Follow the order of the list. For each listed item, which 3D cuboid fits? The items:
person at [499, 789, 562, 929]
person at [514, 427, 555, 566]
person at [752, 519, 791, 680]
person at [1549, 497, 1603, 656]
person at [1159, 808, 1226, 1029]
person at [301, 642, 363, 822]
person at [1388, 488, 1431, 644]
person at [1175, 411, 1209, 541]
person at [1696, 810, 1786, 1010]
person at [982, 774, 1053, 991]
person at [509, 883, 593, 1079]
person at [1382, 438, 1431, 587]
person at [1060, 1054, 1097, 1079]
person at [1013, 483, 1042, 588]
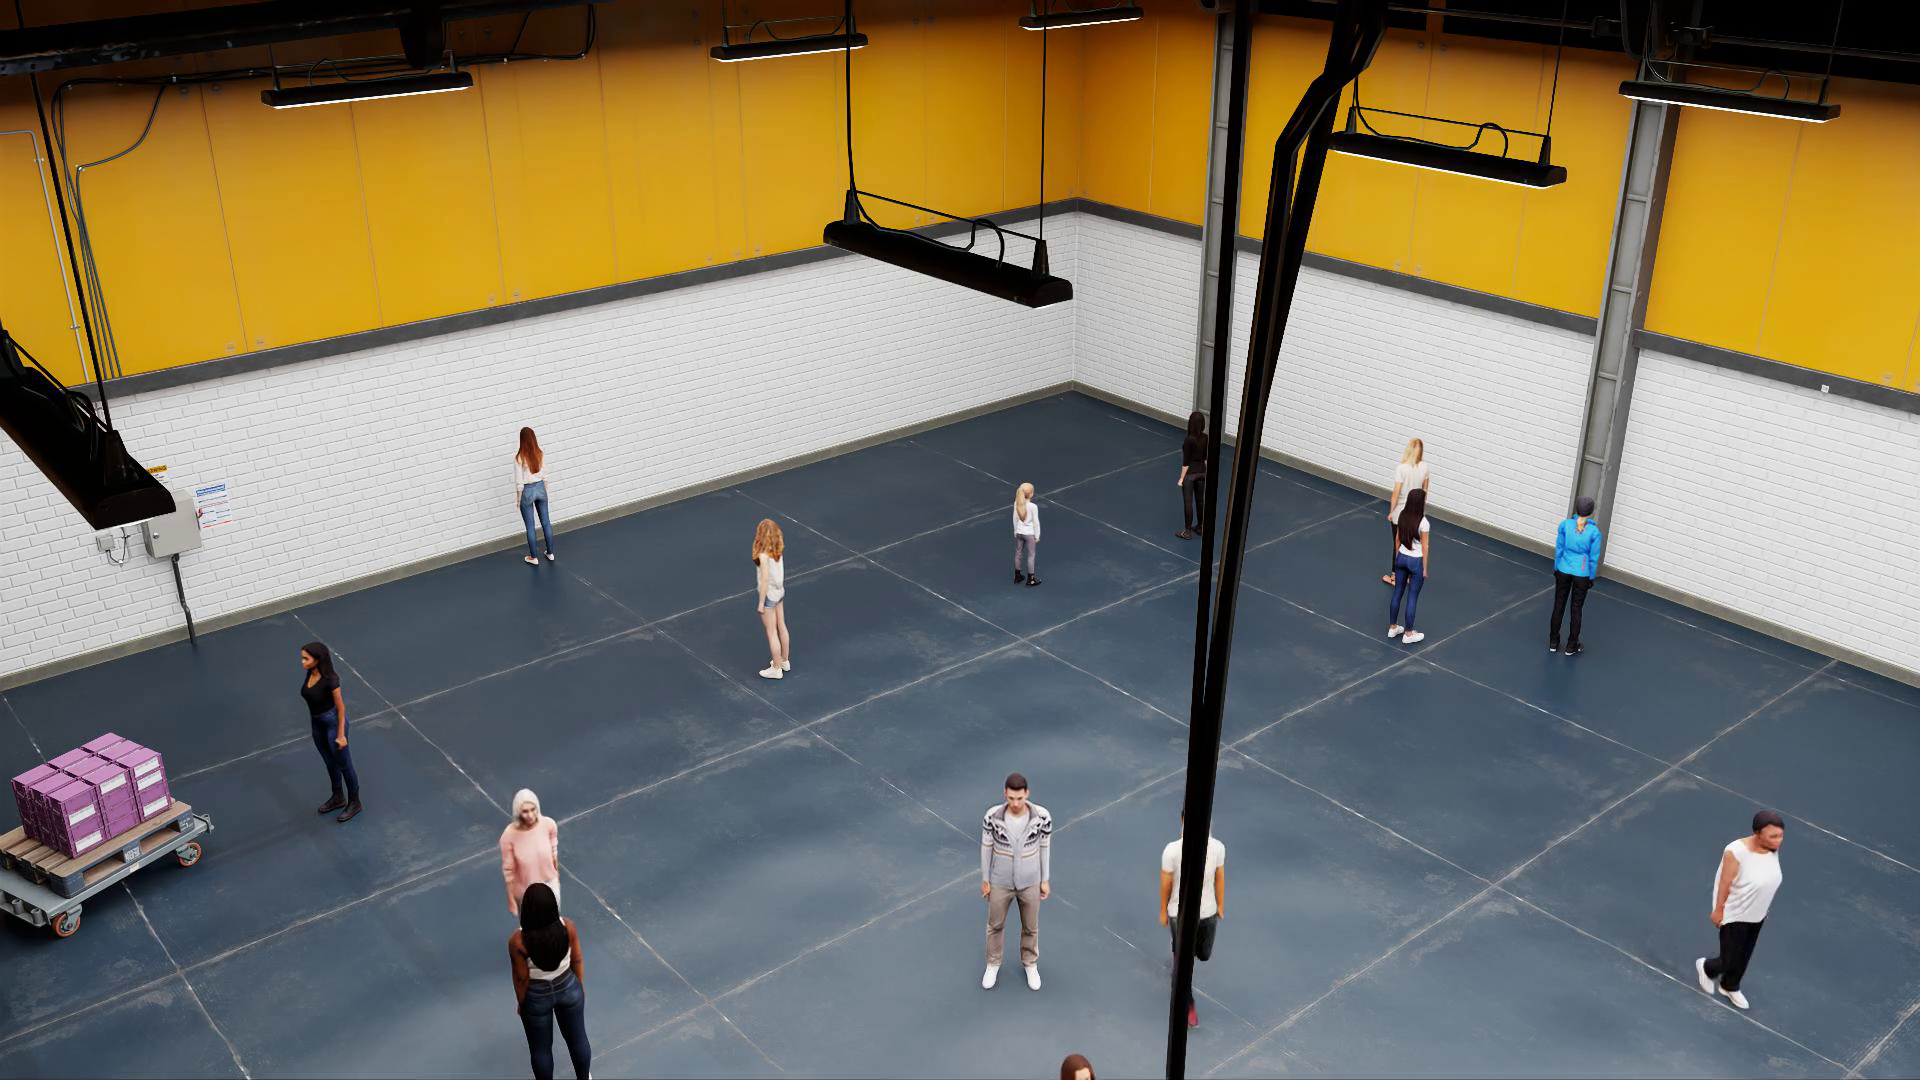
[{"bbox_3d":[-3.301,2.638,12.790,0.756,1.677,1.204,-13,27,-28],"label":"person"},{"bbox_3d":[-5.136,-0.546,20.011,0.576,1.729,0.488,-18,29,-35],"label":"person"},{"bbox_3d":[-1.948,0.607,17.335,0.656,1.759,0.659,10,25,21],"label":"person"},{"bbox_3d":[6.574,0.373,17.825,0.508,1.795,0.706,19,30,37],"label":"person"},{"bbox_3d":[1.719,2.728,12.450,0.924,1.785,1.098,-5,24,-11],"label":"person"},{"bbox_3d":[-5.639,1.689,14.891,0.555,1.734,0.693,15,28,30],"label":"person"},{"bbox_3d":[4.892,0.269,18.088,0.660,1.775,0.475,-16,28,-31],"label":"person"},{"bbox_3d":[2.922,-0.813,20.730,0.602,1.641,0.519,-15,28,-31],"label":"person"},{"bbox_3d":[5.873,2.744,12.547,0.756,1.678,0.753,-10,25,-21],"label":"person"},{"bbox_3d":[0.428,2.575,12.706,0.753,1.860,0.793,0,24,0],"label":"person"},{"bbox_3d":[-2.817,3.141,11.475,0.700,1.810,0.688,-10,26,-22],"label":"person"},{"bbox_3d":[5.231,-0.328,19.389,0.673,1.827,0.678,-5,24,-11],"label":"person"},{"bbox_3d":[0.689,3.791,10.420,0.621,1.462,0.617,-14,27,-30],"label":"person"},{"bbox_3d":[0.769,-0.074,19.492,0.503,1.279,0.605,16,28,32],"label":"person"}]
